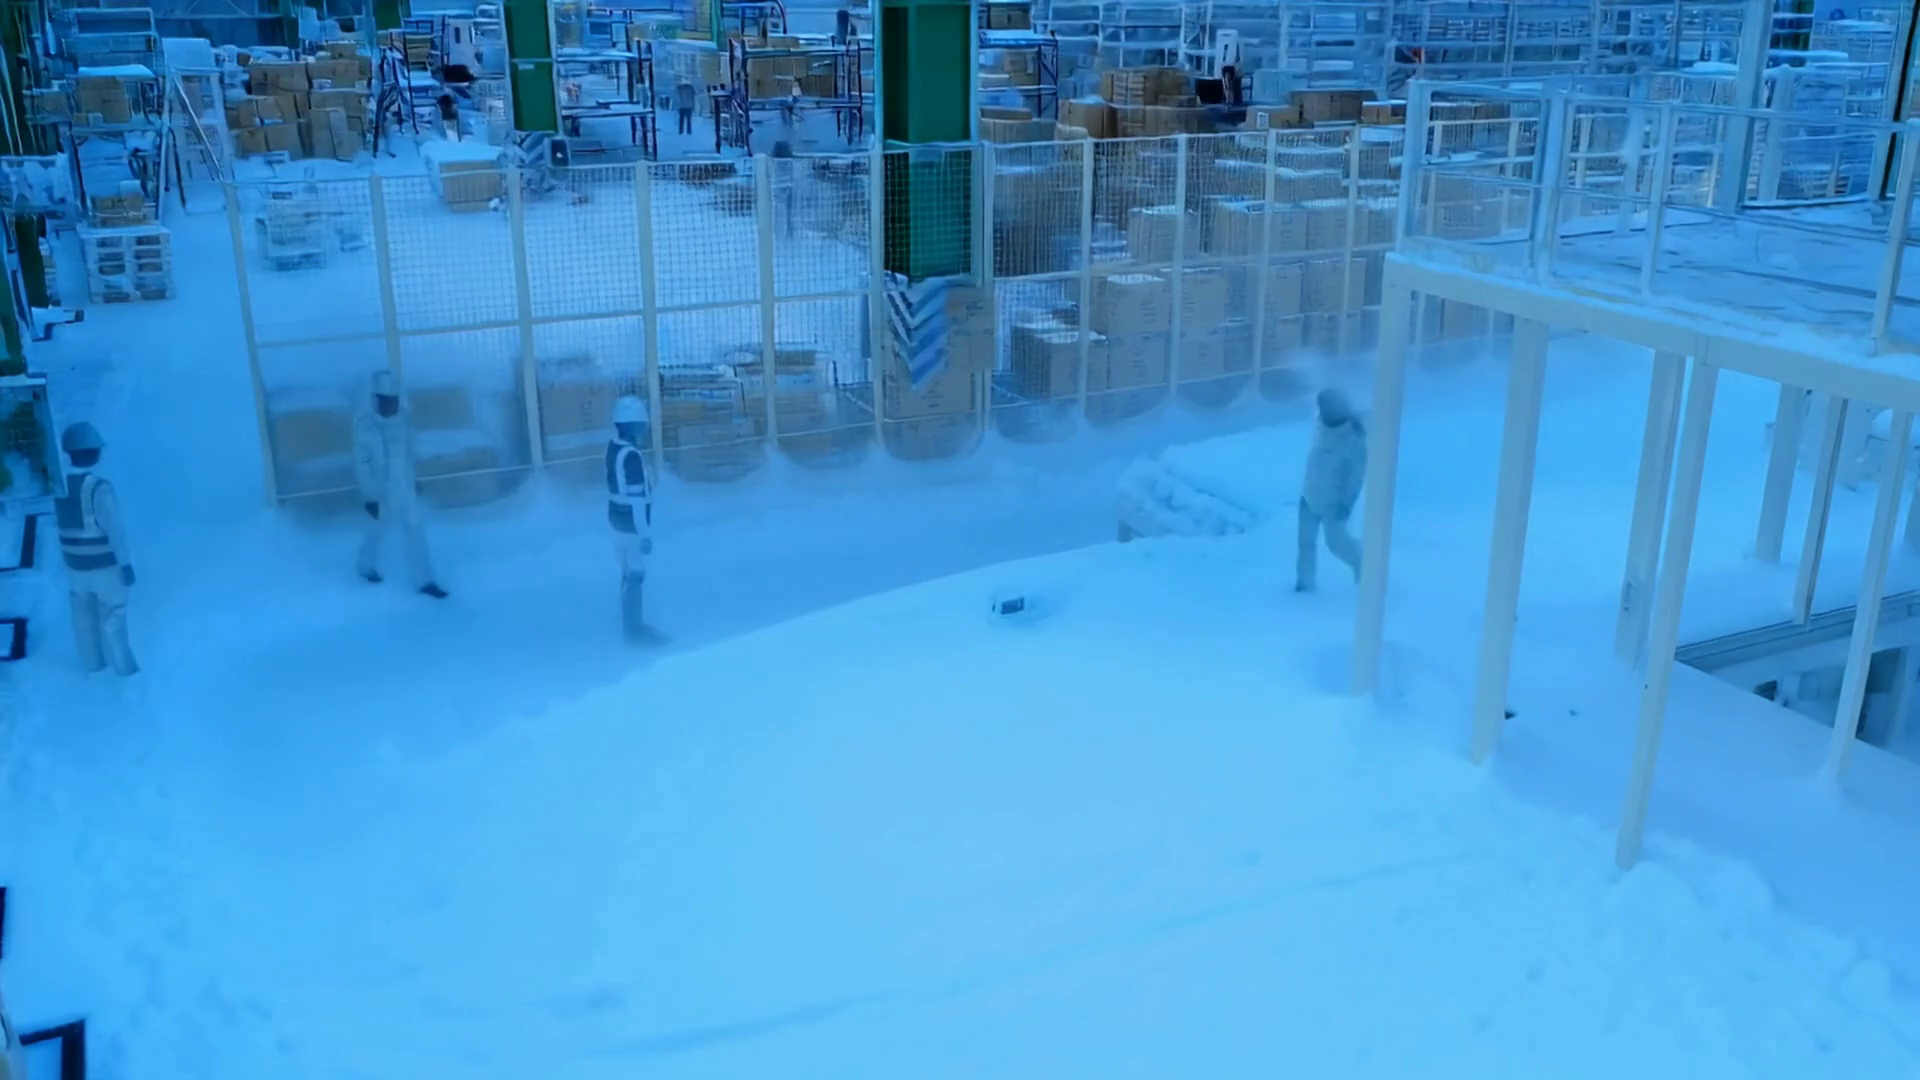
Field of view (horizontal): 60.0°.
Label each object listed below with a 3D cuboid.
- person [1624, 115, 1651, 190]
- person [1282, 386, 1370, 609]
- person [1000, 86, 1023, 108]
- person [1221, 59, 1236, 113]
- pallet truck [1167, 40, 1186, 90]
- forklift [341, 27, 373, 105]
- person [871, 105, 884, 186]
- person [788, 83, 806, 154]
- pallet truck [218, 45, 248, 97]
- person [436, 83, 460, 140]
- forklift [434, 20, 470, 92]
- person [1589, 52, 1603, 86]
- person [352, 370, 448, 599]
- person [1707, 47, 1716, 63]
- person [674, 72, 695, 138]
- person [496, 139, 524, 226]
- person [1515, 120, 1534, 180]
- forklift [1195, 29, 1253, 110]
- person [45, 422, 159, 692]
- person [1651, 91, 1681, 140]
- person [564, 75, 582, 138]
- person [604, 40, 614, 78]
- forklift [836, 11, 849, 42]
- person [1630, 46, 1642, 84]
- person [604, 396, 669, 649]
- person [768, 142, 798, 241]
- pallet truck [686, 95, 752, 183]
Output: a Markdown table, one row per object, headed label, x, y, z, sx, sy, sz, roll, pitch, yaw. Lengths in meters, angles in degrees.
| label | x | y | z | sx | sy | sz | roll | pitch | yaw |
| --- | --- | --- | --- | --- | --- | --- | --- | --- | --- |
| person | 14.486 | -8.169 | 35.793 | 1.038 | 1.937 | 0.631 | 5 | 20 | 13 |
| person | 2.990 | -0.358 | 13.323 | 0.799 | 1.815 | 0.632 | -17 | 25 | -40 |
| person | 1.406 | -11.206 | 44.627 | 0.706 | 1.914 | 0.450 | -2 | 19 | -7 |
| person | 9.466 | -16.050 | 58.815 | 0.504 | 1.812 | 0.983 | -11 | 22 | -29 |
| pallet truck | 9.045 | -19.971 | 69.895 | 0.823 | 1.965 | 1.885 | -3 | 19 | -8 |
| forklift | -22.275 | -17.346 | 60.954 | 1.873 | 2.768 | 1.129 | -9 | 21 | -25 |
| person | -1.821 | -9.337 | 39.246 | 0.636 | 1.896 | 0.674 | -14 | 23 | -34 |
| person | -4.500 | -11.588 | 45.714 | 0.380 | 1.918 | 0.596 | 9 | 21 | 24 |
| pallet truck | -28.879 | -18.665 | 66.111 | 0.823 | 1.965 | 1.885 | -3 | 19 | -9 |
| person | -13.976 | -11.497 | 45.457 | 0.550 | 1.909 | 0.545 | -10 | 21 | -26 |
| forklift | -20.614 | -19.896 | 68.346 | 1.129 | 2.768 | 1.873 | 13 | 23 | 33 |
| person | 25.592 | -18.796 | 67.000 | 0.542 | 1.655 | 0.857 | 12 | 23 | 32 |
| person | -4.659 | -0.476 | 13.541 | 0.962 | 1.890 | 0.594 | 12 | 23 | 32 |
| person | 32.696 | -20.638 | 72.402 | 0.591 | 1.605 | 0.575 | 5 | 20 | 15 |
| person | -8.282 | -13.085 | 50.061 | 0.616 | 1.929 | 0.374 | 3 | 19 | 9 |
| person | -8.937 | -7.121 | 33.098 | 0.540 | 1.695 | 0.317 | -8 | 20 | -21 |
| person | 12.493 | -8.458 | 36.892 | 0.386 | 1.749 | 0.545 | -10 | 21 | -26 |
| forklift | 9.428 | -16.731 | 59.170 | 1.873 | 2.768 | 1.129 | -9 | 21 | -25 |
| person | -6.076 | 0.121 | 11.727 | 0.615 | 1.945 | 0.404 | 8 | 20 | 21 |
| person | 17.782 | -10.371 | 42.001 | 0.678 | 2.000 | 1.015 | 3 | 19 | 8 |
| person | -11.610 | -13.023 | 50.010 | 0.502 | 1.829 | 0.458 | -4 | 20 | -12 |
| person | -15.252 | -20.841 | 72.591 | 0.561 | 1.889 | 0.986 | 17 | 25 | 41 |
| forklift | -5.854 | -25.022 | 83.204 | 1.873 | 2.768 | 1.129 | -9 | 21 | -25 |
| person | 27.740 | -19.378 | 68.438 | 0.634 | 1.833 | 0.430 | -14 | 23 | -35 |
| person | -2.438 | -0.137 | 12.496 | 0.374 | 1.933 | 0.552 | -11 | 22 | -29 |
| person | -3.378 | -6.587 | 31.381 | 0.662 | 1.802 | 0.896 | -10 | 21 | -26 |
| pallet truck | -5.836 | -9.608 | 39.856 | 0.823 | 1.965 | 1.885 | 10 | 22 | 27 |
